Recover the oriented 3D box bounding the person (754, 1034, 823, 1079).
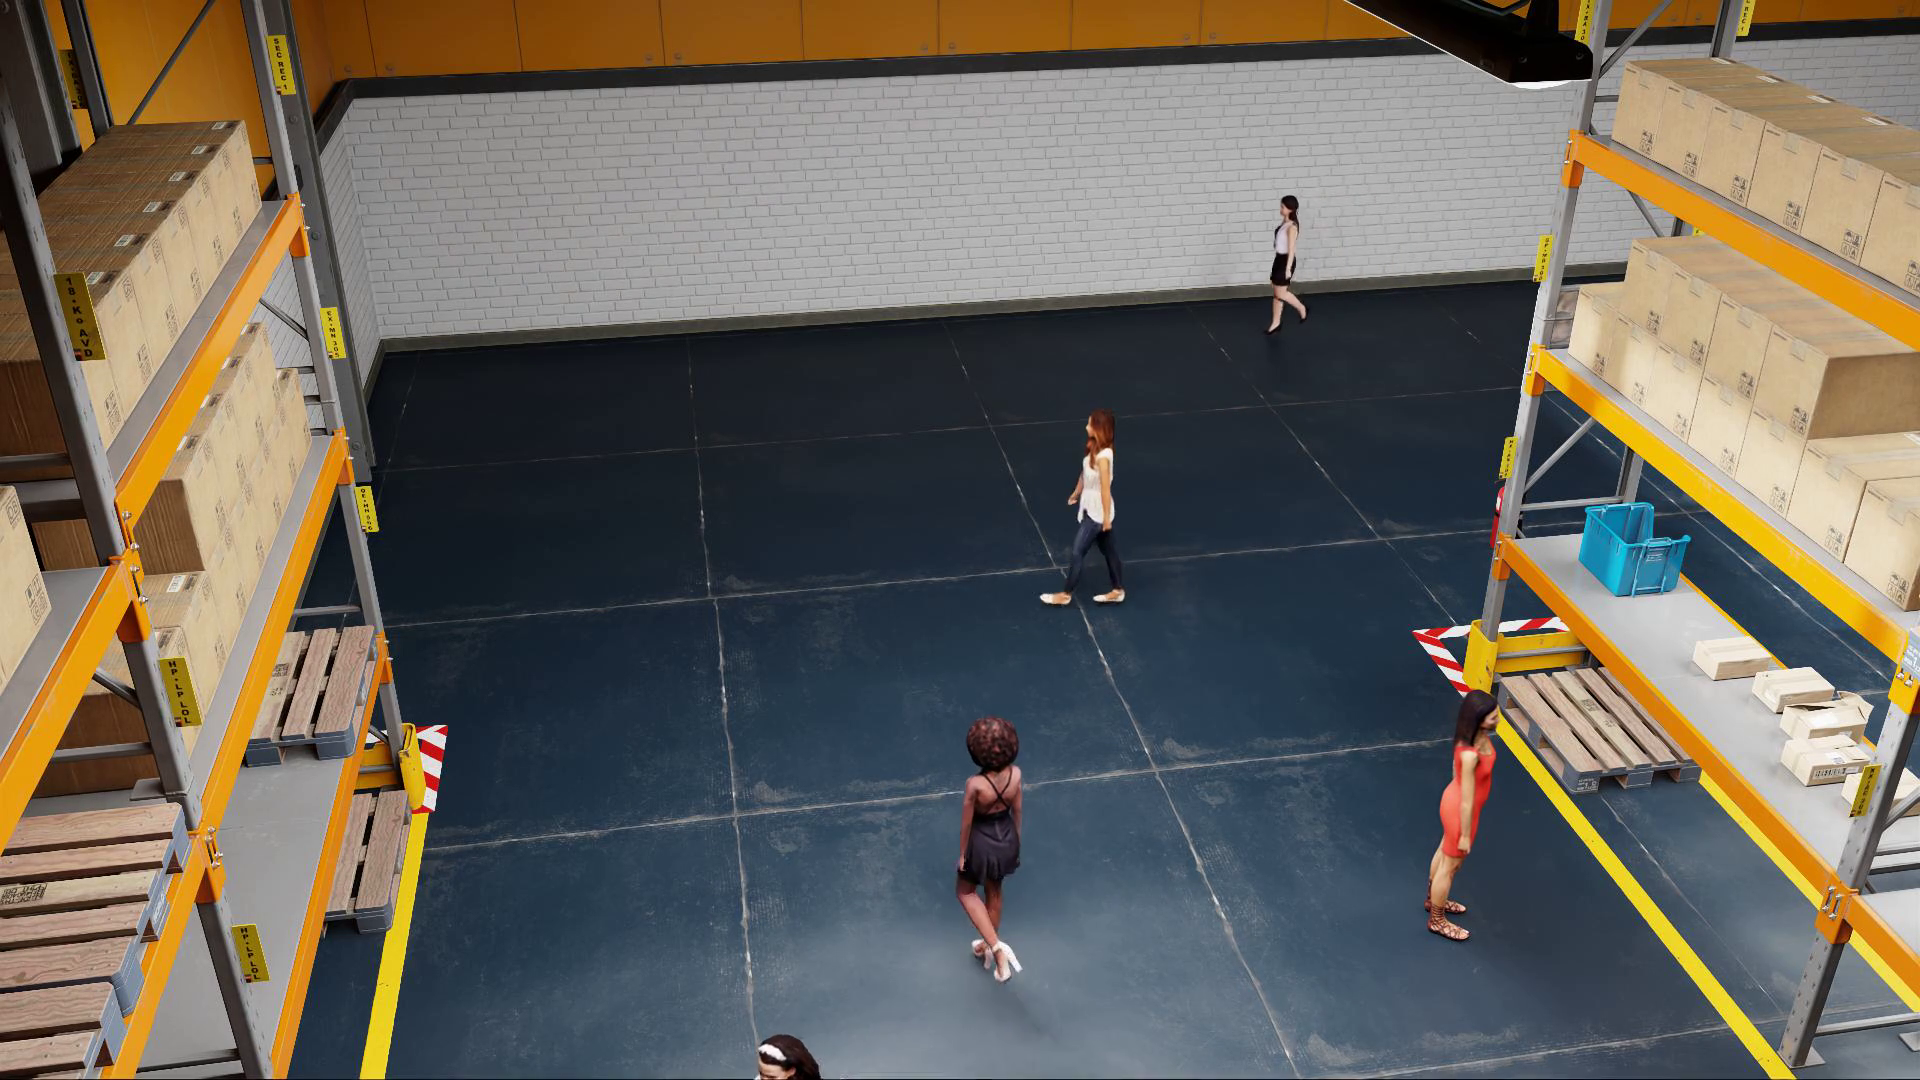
[{"bbox_3d":[-0.706,2.938,7.746,1.045,1.757,1.286,10,30,17],"label":"person"}]

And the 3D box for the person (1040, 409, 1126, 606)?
[{"bbox_3d":[1.219,-0.238,13.567,0.768,1.758,0.926,1,29,2],"label":"person"}]

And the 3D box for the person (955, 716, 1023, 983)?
[{"bbox_3d":[0.219,1.869,9.699,0.733,1.764,0.879,-17,33,-28],"label":"person"}]

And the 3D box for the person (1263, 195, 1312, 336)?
[{"bbox_3d":[3.772,-3.116,18.969,0.646,1.638,0.711,-3,29,-6],"label":"person"}]

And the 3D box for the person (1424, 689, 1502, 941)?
[{"bbox_3d":[3.058,1.652,10.144,0.716,1.719,0.585,7,29,12],"label":"person"}]
